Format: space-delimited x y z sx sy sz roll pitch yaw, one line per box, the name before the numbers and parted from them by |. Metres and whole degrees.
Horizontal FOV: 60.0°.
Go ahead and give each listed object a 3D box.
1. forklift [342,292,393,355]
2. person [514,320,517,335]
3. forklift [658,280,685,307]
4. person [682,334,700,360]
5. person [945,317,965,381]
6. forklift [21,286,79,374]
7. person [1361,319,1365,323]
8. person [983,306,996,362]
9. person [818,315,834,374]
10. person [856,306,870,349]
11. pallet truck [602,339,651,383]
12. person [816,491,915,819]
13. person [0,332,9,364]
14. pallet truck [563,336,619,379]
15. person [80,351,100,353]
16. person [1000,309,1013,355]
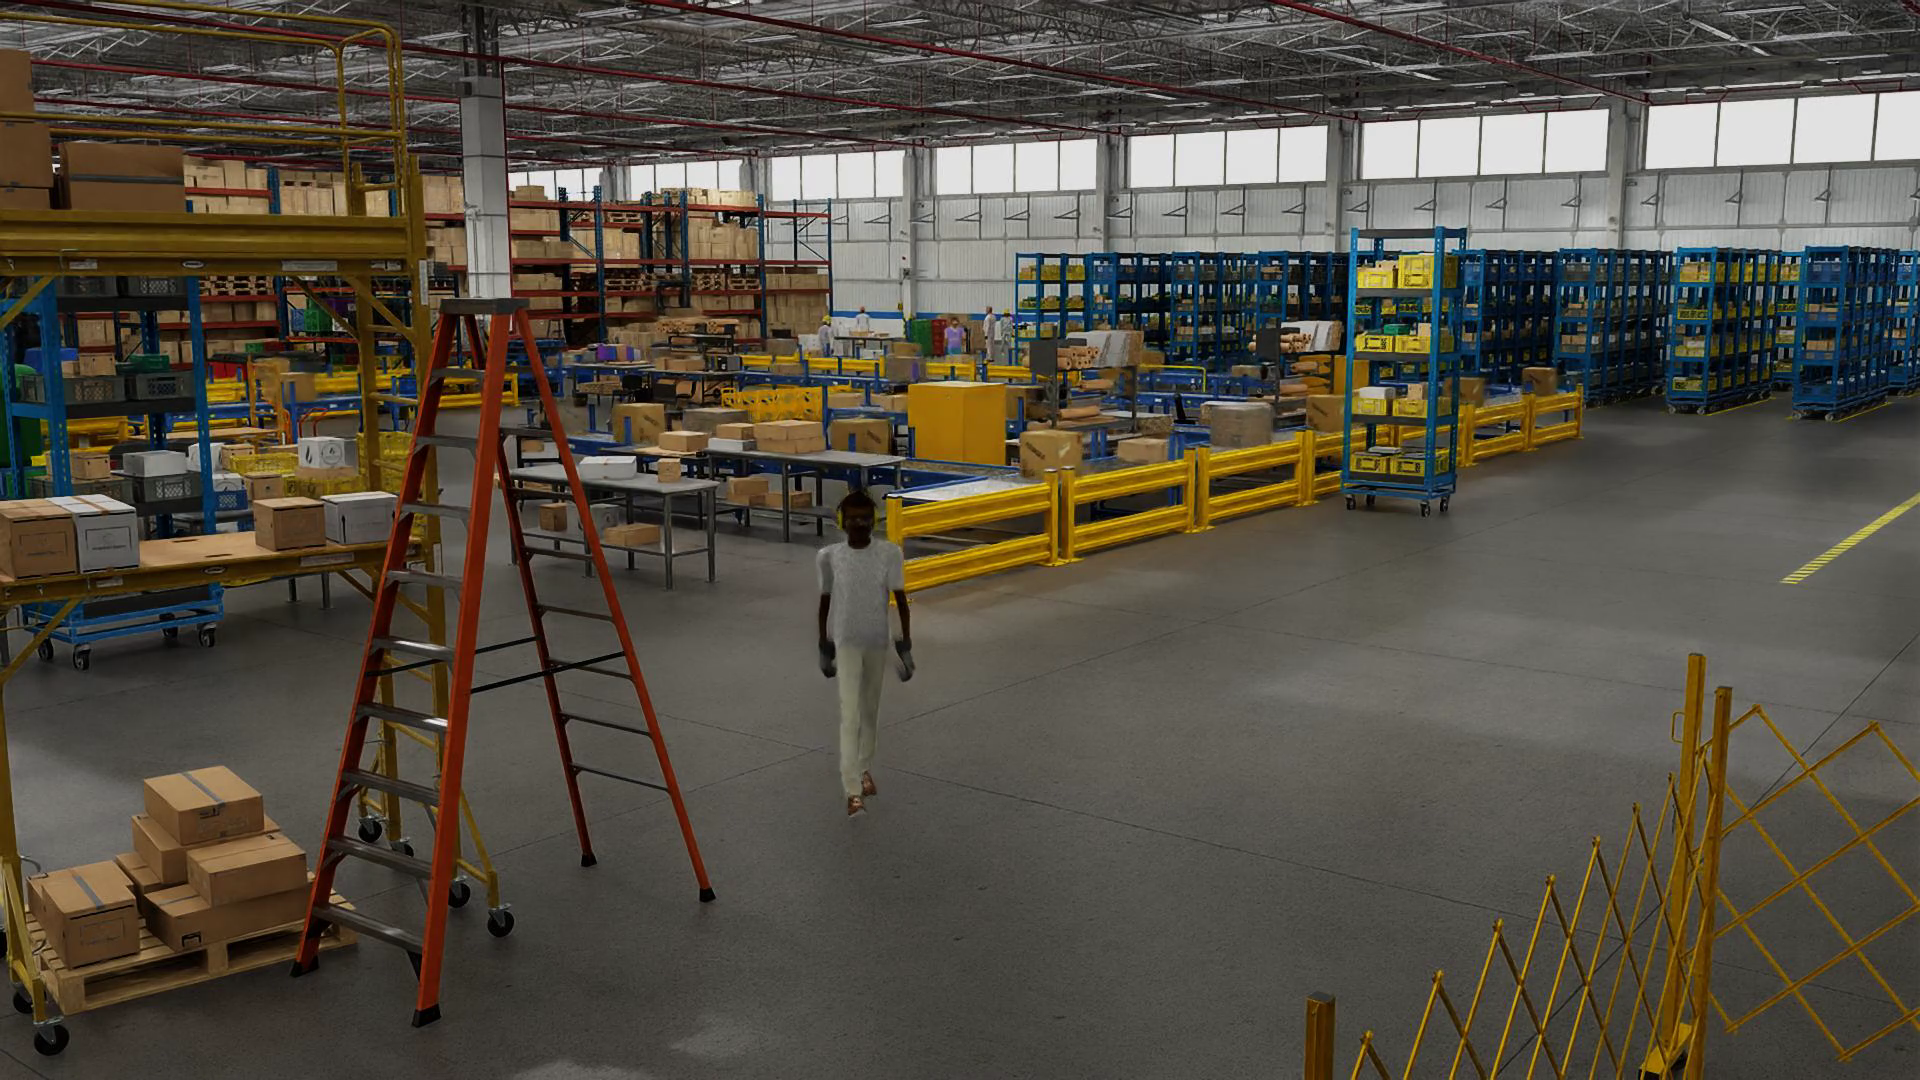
forklift | -16.485 -5.622 45.120 1.129 2.768 1.873 7 11 37
person | -16.104 -7.466 59.657 0.406 1.911 0.637 -4 10 -23
forklift | -9.674 -7.331 55.783 1.129 2.768 1.873 -3 10 -20
person | -6.666 -4.512 41.116 0.493 1.932 0.603 6 11 33
person | -0.149 -5.407 47.065 0.577 1.831 0.458 -2 9 -11
forklift | -24.080 -5.387 43.655 1.873 2.768 1.129 7 11 37
person | 11.558 -5.508 47.724 0.602 1.811 0.611 -5 11 -30
person | 0.999 -7.078 57.237 0.409 1.907 0.651 4 10 22
person | -3.819 -5.547 47.909 0.403 1.835 0.586 -8 12 -42
person | -3.880 -8.453 66.343 0.567 1.732 0.397 -2 9 -10
pallet truck | -8.991 -4.871 45.351 0.653 1.274 1.630 7 11 37
person | -0.528 0.639 9.356 0.520 1.821 0.971 -2 9 -12
person | -24.711 -4.743 42.746 0.773 1.881 0.652 5 10 27
pallet truck | -10.690 -5.294 48.215 1.601 1.201 0.680 -5 10 -26
person | -32.873 -7.970 62.555 0.629 1.980 1.064 5 10 29
person | 1.734 -7.721 61.797 0.485 1.734 0.349 -2 9 -14
